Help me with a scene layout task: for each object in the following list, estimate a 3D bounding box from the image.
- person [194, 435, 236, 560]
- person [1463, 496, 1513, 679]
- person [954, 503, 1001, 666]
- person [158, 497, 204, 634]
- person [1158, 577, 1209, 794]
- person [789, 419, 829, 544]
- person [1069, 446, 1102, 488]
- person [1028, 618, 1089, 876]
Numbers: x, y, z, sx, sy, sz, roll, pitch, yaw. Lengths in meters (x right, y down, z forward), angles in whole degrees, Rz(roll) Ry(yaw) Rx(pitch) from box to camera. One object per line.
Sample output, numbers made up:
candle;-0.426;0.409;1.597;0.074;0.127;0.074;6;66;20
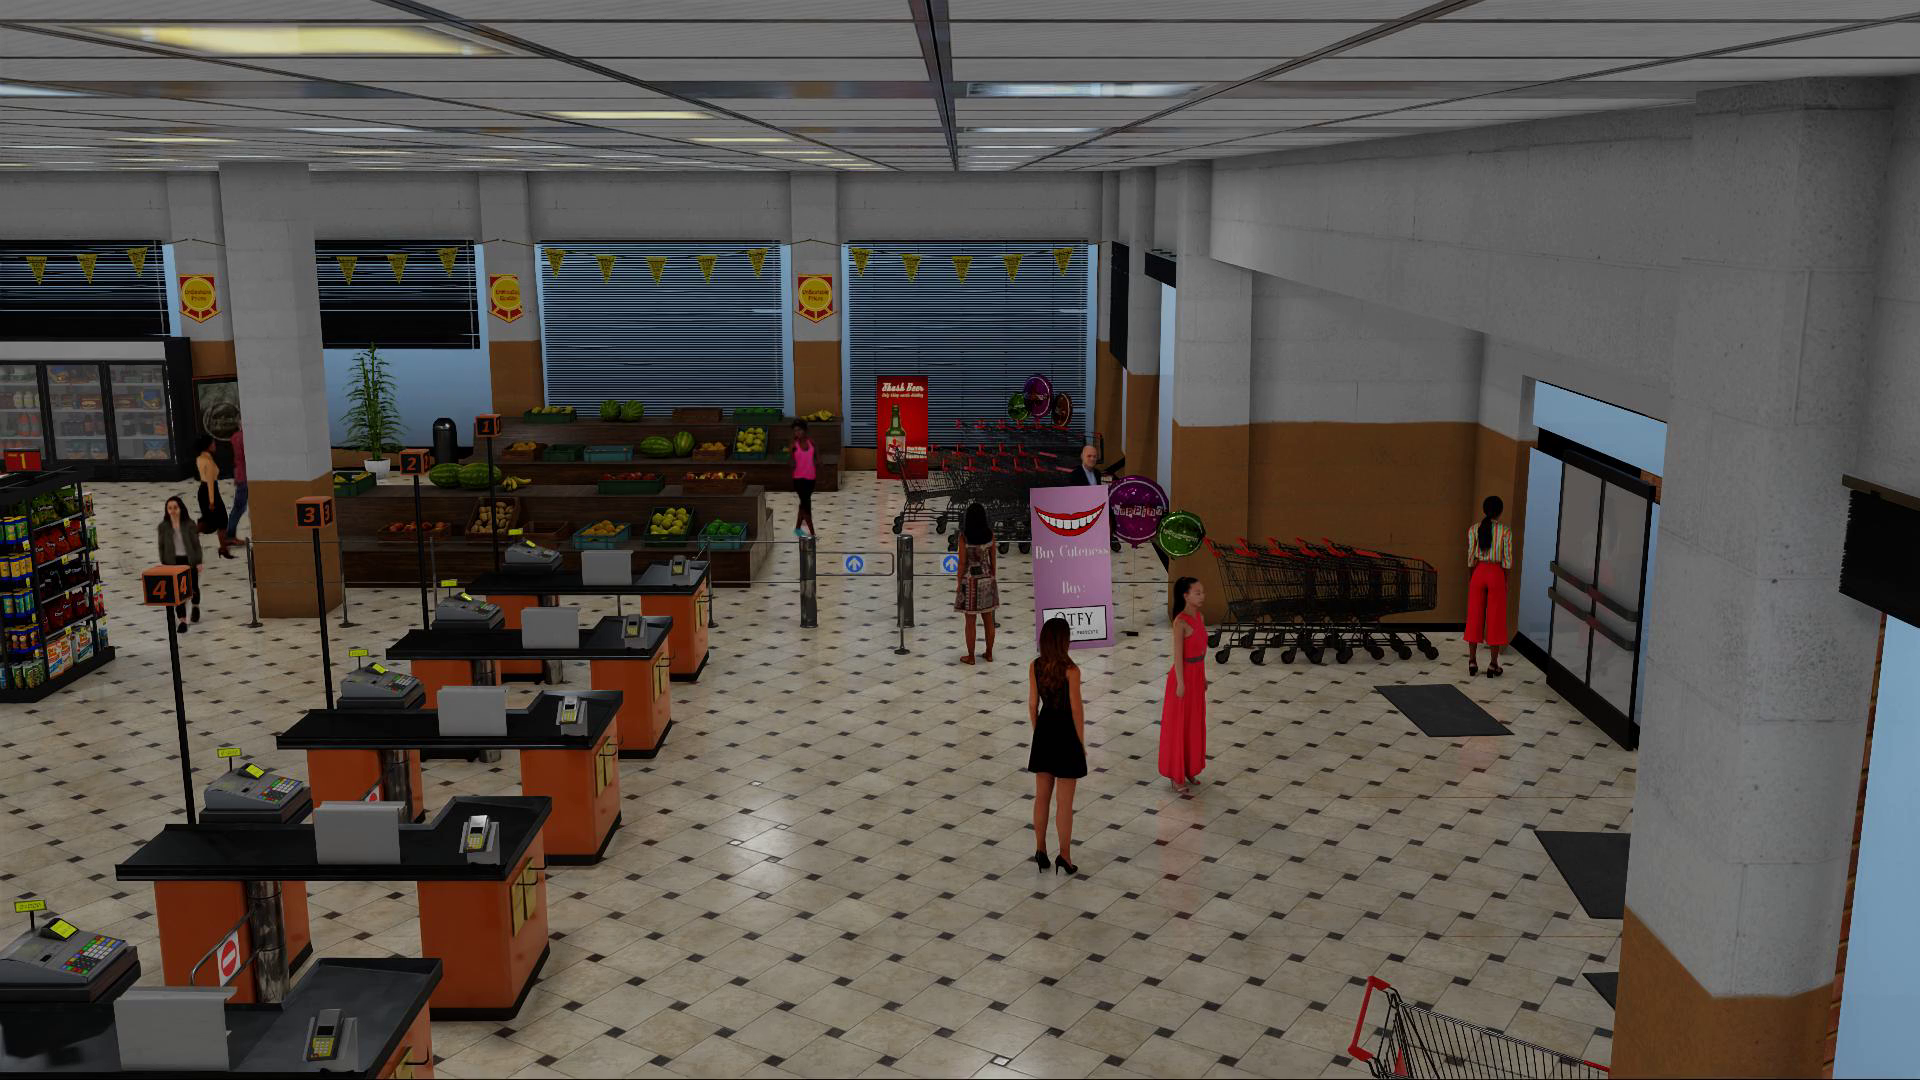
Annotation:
person;-9.667;-0.509;21.227;0.914;1.632;0.962;11;16;43
person;5.172;0.448;16.298;0.642;1.792;0.745;7;14;31
person;0.170;0.430;16.737;0.633;1.645;0.784;-6;13;-25
person;-8.416;0.258;18.028;0.961;1.450;0.827;-4;12;-17
person;1.802;1.133;13.199;0.751;1.727;0.715;9;15;36
person;-2.131;-0.790;22.484;1.107;1.666;1.017;-7;14;-31
person;1.463;-0.221;19.458;0.749;1.797;0.819;-11;16;-41
person;0.664;1.430;11.530;0.635;1.834;0.730;8;14;33
